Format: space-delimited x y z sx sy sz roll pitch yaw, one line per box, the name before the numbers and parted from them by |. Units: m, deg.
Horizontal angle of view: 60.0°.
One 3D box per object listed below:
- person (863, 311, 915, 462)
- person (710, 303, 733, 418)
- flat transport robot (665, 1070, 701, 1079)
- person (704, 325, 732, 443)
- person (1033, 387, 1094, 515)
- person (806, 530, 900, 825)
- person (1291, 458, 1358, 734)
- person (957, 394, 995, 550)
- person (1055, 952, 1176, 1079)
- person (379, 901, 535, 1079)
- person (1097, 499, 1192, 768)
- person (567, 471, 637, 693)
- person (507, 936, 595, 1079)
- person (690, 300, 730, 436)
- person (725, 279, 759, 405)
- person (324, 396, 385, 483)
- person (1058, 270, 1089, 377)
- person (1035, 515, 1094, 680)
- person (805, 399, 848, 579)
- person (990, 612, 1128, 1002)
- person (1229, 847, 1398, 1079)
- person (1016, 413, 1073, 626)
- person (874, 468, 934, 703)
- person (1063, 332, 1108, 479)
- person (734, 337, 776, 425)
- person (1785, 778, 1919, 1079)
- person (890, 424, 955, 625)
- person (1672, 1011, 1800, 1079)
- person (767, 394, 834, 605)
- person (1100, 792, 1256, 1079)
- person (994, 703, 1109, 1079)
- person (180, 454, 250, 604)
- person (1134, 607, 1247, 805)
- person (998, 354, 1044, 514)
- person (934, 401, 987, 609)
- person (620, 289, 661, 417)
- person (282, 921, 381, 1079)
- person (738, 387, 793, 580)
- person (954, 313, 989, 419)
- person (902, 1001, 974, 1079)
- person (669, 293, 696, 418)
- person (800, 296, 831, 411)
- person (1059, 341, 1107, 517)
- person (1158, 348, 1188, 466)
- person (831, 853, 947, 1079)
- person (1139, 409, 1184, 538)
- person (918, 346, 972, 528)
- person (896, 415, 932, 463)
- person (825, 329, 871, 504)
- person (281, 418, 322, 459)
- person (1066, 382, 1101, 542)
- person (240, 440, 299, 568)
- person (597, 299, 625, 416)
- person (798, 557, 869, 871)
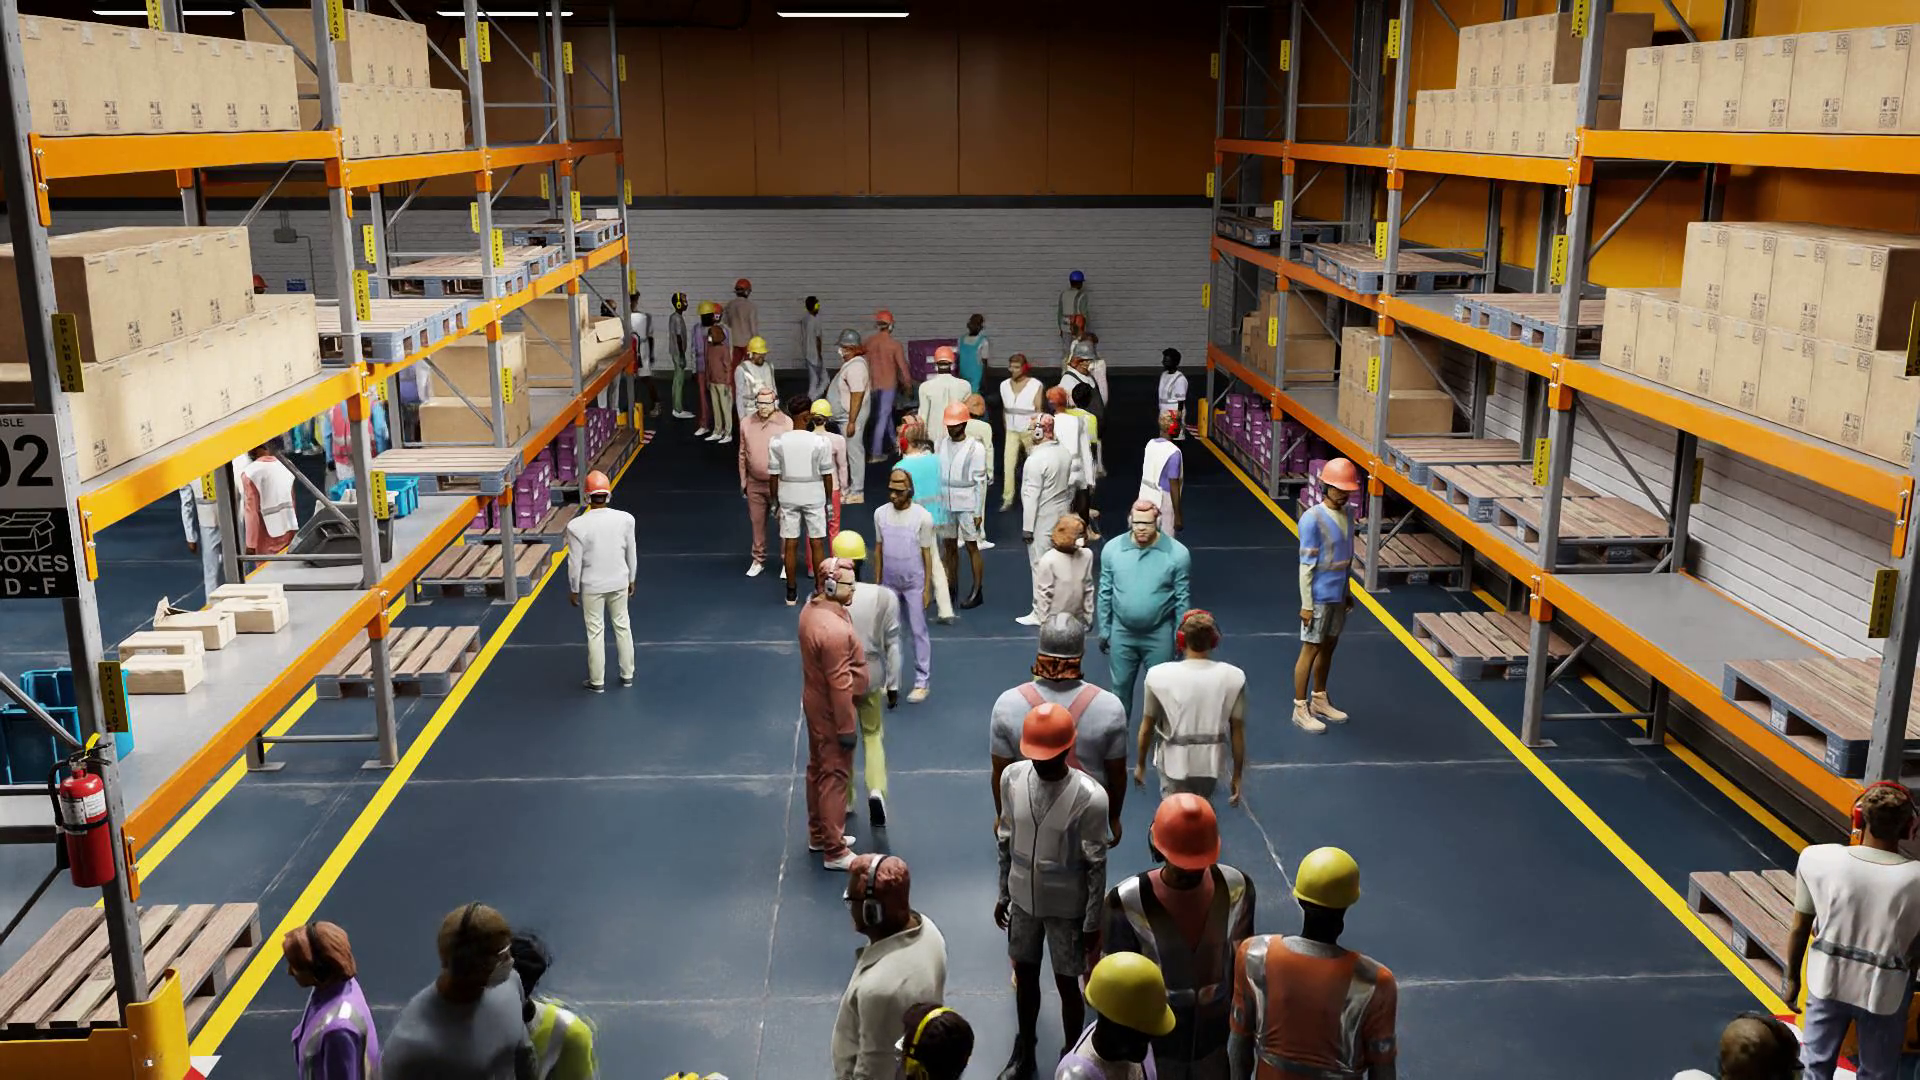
person | -0.923 -2.033 21.883 0.639 1.941 0.968 11 18 37
person | -3.596 -2.650 24.698 0.340 1.748 0.563 -14 20 -43
flat transport robot | -0.973 2.615 6.982 1.431 0.197 0.652 12 19 40
person | -3.341 -2.157 22.997 0.286 1.633 0.501 -13 19 -41
person | 1.048 -0.588 16.454 0.629 1.841 0.965 -6 16 -24
person | -0.671 0.890 10.498 0.591 1.906 0.659 -2 14 -9
person | 2.708 0.395 12.168 0.388 2.039 0.613 14 20 43
person | 0.141 -0.716 17.342 0.507 1.632 0.278 10 17 34
person | 0.493 2.192 5.380 0.397 1.913 0.588 7 16 26
person | -1.722 2.118 5.625 0.590 1.939 0.798 7 16 27
person | 1.262 0.638 11.505 0.648 1.899 0.400 4 15 17
person | -2.798 0.323 13.024 0.559 1.752 0.326 -9 17 -32
person | -1.541 2.163 6.011 0.542 1.652 0.854 2 14 8
person | -3.527 -2.411 23.410 0.594 1.924 0.382 5 15 19
person | -3.374 -3.083 25.979 0.633 1.970 0.464 9 17 32
person | -6.438 -0.914 17.767 0.633 1.820 0.797 1 14 3
person | 1.899 -3.503 27.658 0.402 1.943 0.609 -13 19 -41
person | 0.769 0.594 12.237 0.507 1.622 0.331 -10 17 -34
person | -1.349 -0.492 16.198 0.526 1.768 0.331 2 14 6
person | 0.497 1.344 8.442 0.686 2.000 0.535 1 14 3
person | 1.272 2.018 6.024 0.594 1.925 0.378 7 16 24
person | 0.733 -0.187 14.739 0.399 1.900 0.644 9 17 31
person | -0.436 0.344 12.789 0.501 1.838 0.339 6 16 23
person | 1.577 -1.667 20.693 0.637 1.835 0.440 10 17 34
person | -2.471 -1.582 20.364 0.404 1.829 0.596 13 19 42
person | 3.662 1.868 6.791 0.561 1.838 0.393 10 17 34
person | -0.408 -0.138 14.791 0.559 1.789 0.977 -13 19 -42
person | 2.245 2.292 4.978 0.655 1.911 0.638 -1 14 -6
person | -1.453 -0.361 15.293 0.608 1.962 0.374 1 14 4
person | 0.835 1.895 6.310 0.614 2.031 0.402 -4 15 -14
person | 0.395 1.639 7.527 0.548 1.926 0.387 9 17 31
person | -6.407 -0.104 14.406 0.597 1.907 0.405 -11 18 -37
person | 1.293 1.269 9.210 0.568 1.809 0.917 -3 15 -11
person | 0.739 -1.250 19.103 0.586 1.810 0.878 8 16 27
person | -0.022 -0.318 15.212 0.542 1.928 0.396 10 18 35
person | -4.825 -2.791 24.887 0.617 1.941 0.856 -10 17 -34
person | -2.253 2.150 6.102 0.313 1.631 0.523 -6 16 -23
person | -1.862 -0.551 16.181 0.642 1.901 0.395 4 15 17
person | 0.138 -2.207 22.829 0.540 1.817 0.574 10 17 35
person | -0.066 2.286 5.100 0.310 1.866 0.551 13 19 41
person | -4.191 -2.771 24.934 0.335 1.873 0.521 -4 15 -16
person | -2.152 -2.708 24.745 0.389 1.844 0.549 -11 18 -37
person | 1.366 -1.211 18.471 0.535 2.000 0.681 7 16 24
person | 2.590 -1.508 20.339 0.318 1.693 0.533 -6 15 -22
person | -0.265 2.033 6.041 0.400 1.894 0.653 3 15 11
person | 1.844 -0.282 15.238 0.394 1.837 0.563 -4 15 -17
person | -0.164 -1.128 18.244 0.618 1.990 0.394 -3 15 -12
person | -0.442 -0.407 16.115 0.306 1.640 0.522 -10 17 -33
person | -1.306 -1.452 19.421 0.539 2.000 0.689 0 14 -2
person | -8.802 -1.984 21.899 0.701 1.852 0.373 -13 19 -41
person | 1.280 -0.830 17.664 0.319 1.697 0.533 -12 18 -39
person | -5.858 -0.049 14.181 0.405 1.909 0.597 4 15 14
person | -5.122 -2.606 24.356 0.429 1.840 0.624 7 16 25
person | -0.739 1.028 9.962 0.401 1.904 0.640 -5 15 -18
